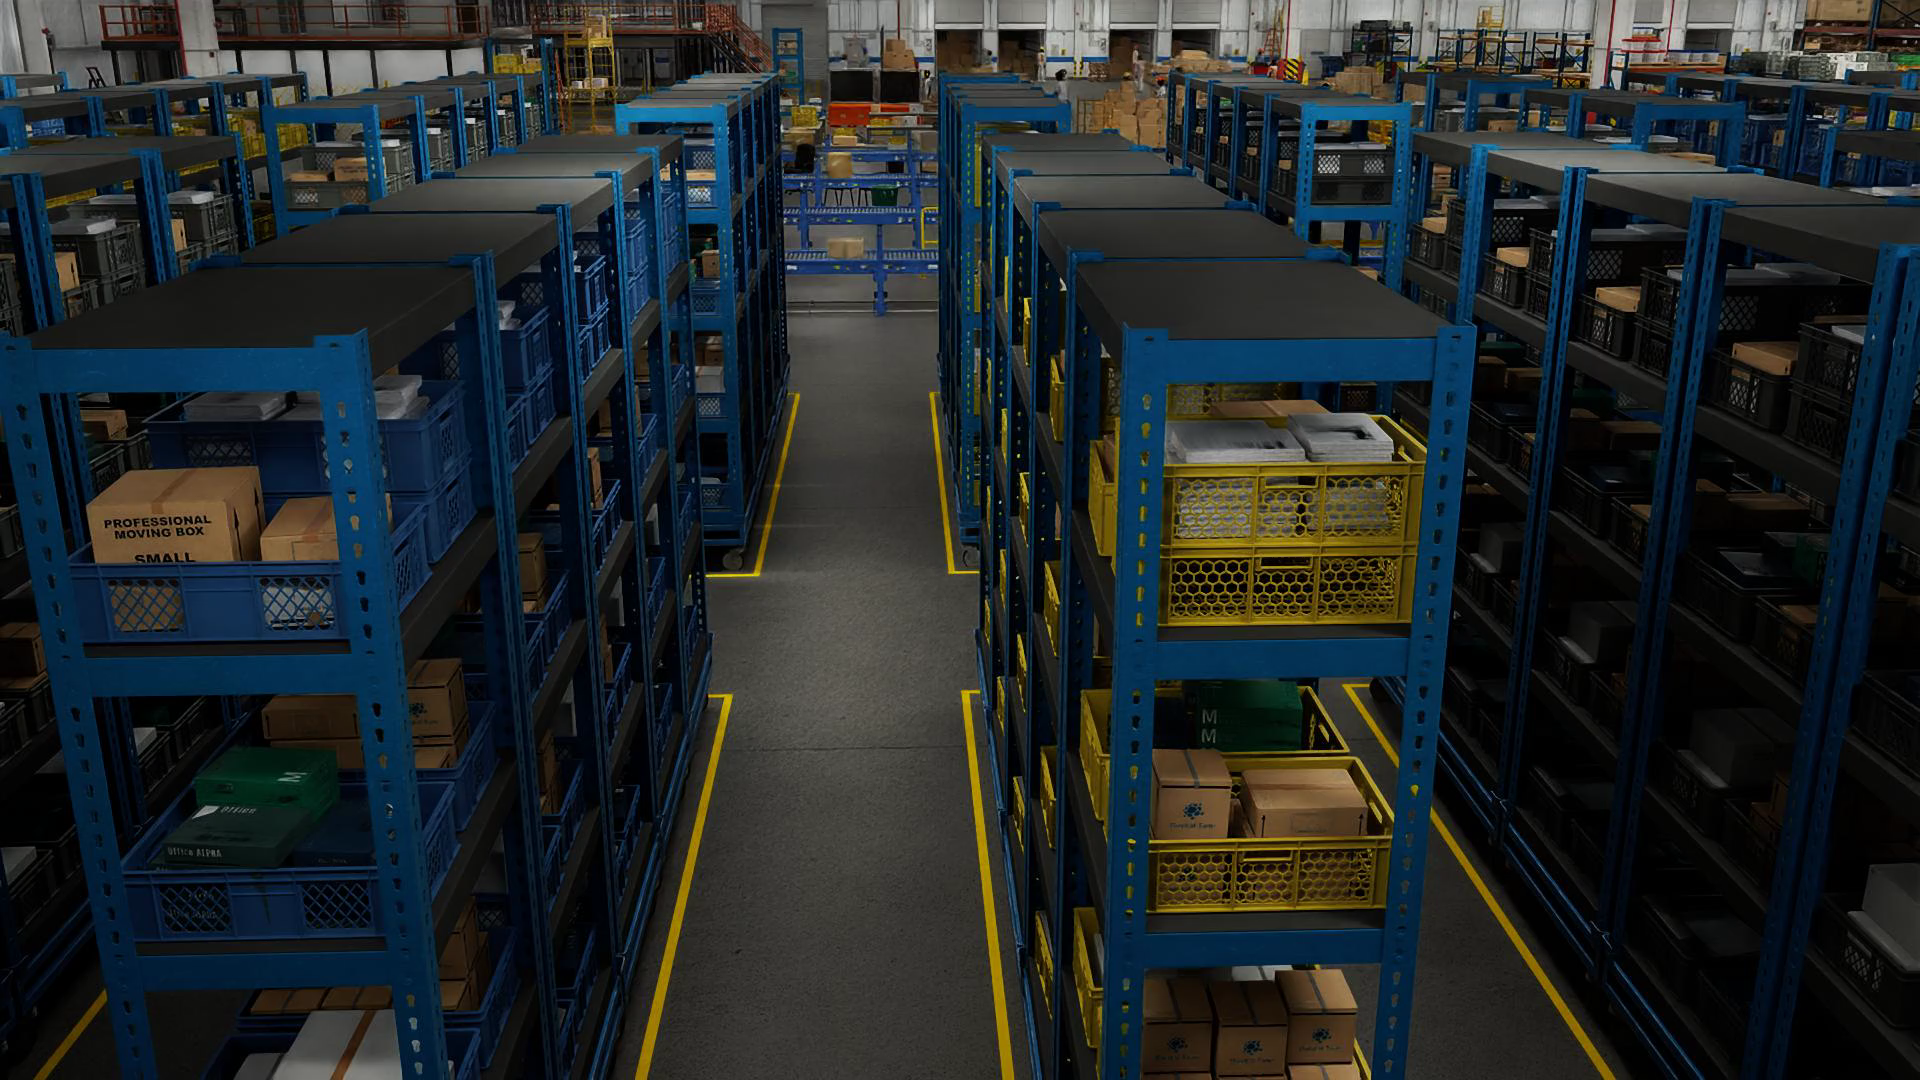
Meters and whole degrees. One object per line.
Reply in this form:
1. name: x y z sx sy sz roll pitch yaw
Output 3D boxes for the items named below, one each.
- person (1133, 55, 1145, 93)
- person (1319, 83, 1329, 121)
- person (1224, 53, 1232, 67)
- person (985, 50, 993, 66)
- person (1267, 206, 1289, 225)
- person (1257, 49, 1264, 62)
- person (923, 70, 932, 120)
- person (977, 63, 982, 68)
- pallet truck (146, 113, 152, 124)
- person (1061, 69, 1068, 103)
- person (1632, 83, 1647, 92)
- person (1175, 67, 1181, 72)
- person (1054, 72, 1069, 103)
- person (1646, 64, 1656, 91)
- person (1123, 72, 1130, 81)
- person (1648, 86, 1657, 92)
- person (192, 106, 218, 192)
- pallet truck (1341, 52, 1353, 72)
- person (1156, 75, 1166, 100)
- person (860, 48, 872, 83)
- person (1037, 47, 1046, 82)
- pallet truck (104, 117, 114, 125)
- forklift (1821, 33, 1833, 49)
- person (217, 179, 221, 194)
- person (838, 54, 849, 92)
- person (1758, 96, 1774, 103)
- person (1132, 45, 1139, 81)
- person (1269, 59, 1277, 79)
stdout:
1. person: 8.824 -23.101 82.457 0.646 1.808 0.845 -10 21 -29
2. person: 12.366 -14.666 56.560 0.535 1.690 0.319 11 21 30
3. person: 13.035 -22.872 81.567 0.424 1.923 0.640 -9 20 -25
4. person: 1.591 -25.807 90.818 0.458 1.821 0.617 5 19 14
5. person: 4.013 -3.581 21.886 0.632 1.928 0.439 7 19 22
6. person: 16.258 -25.683 90.299 0.563 1.914 0.631 -6 19 -17
7. person: -1.241 -16.866 63.073 0.316 1.870 0.531 -3 18 -10
8. person: 0.751 -19.761 72.120 0.918 1.807 0.547 -7 19 -20
9. pallet truck: -18.087 -8.309 36.390 1.885 1.965 0.823 -1 18 -4
10. person: 4.019 -17.239 64.238 0.327 1.865 0.521 -2 18 -5
11. person: 23.835 -15.435 58.370 0.535 2.000 0.684 7 19 20
12. person: 8.476 -17.529 65.062 0.538 1.904 0.619 -6 19 -17
13. person: 3.594 -15.856 59.842 0.623 1.932 0.586 -15 23 -39
14. person: 30.731 -20.398 74.002 0.576 1.877 0.348 -8 20 -24
15. person: 6.429 -17.087 63.957 0.415 1.754 0.542 5 19 15
16. person: 21.562 -13.223 51.894 0.588 1.810 0.466 -3 18 -10
17. person: -18.018 -9.280 39.380 0.925 2.020 0.617 14 22 36
18. pallet truck: 18.794 -23.123 82.231 0.823 1.965 1.885 -13 22 -35
19. person: 6.883 -14.967 57.089 0.373 1.934 0.551 -2 18 -5
20. person: -5.243 -26.544 92.959 0.615 1.917 0.898 16 24 40
21. person: 4.605 -26.895 94.028 0.373 1.921 0.585 -17 24 -42
22. pallet truck: -18.367 -7.885 35.078 1.885 1.965 0.823 1 18 2
23. forklift: 43.362 -23.988 83.493 1.873 2.768 1.129 13 22 35
24. person: -16.049 -8.252 36.358 0.407 1.910 0.640 13 22 34
25. person: -5.818 -23.190 82.649 0.625 1.871 0.582 -12 21 -32
26. person: 29.152 -16.015 60.345 1.052 1.946 0.618 -12 22 -33
27. person: 10.044 -27.242 94.978 0.375 1.997 0.611 -7 19 -19
28. person: 15.139 -22.389 80.460 0.532 1.689 0.321 -13 22 -36
